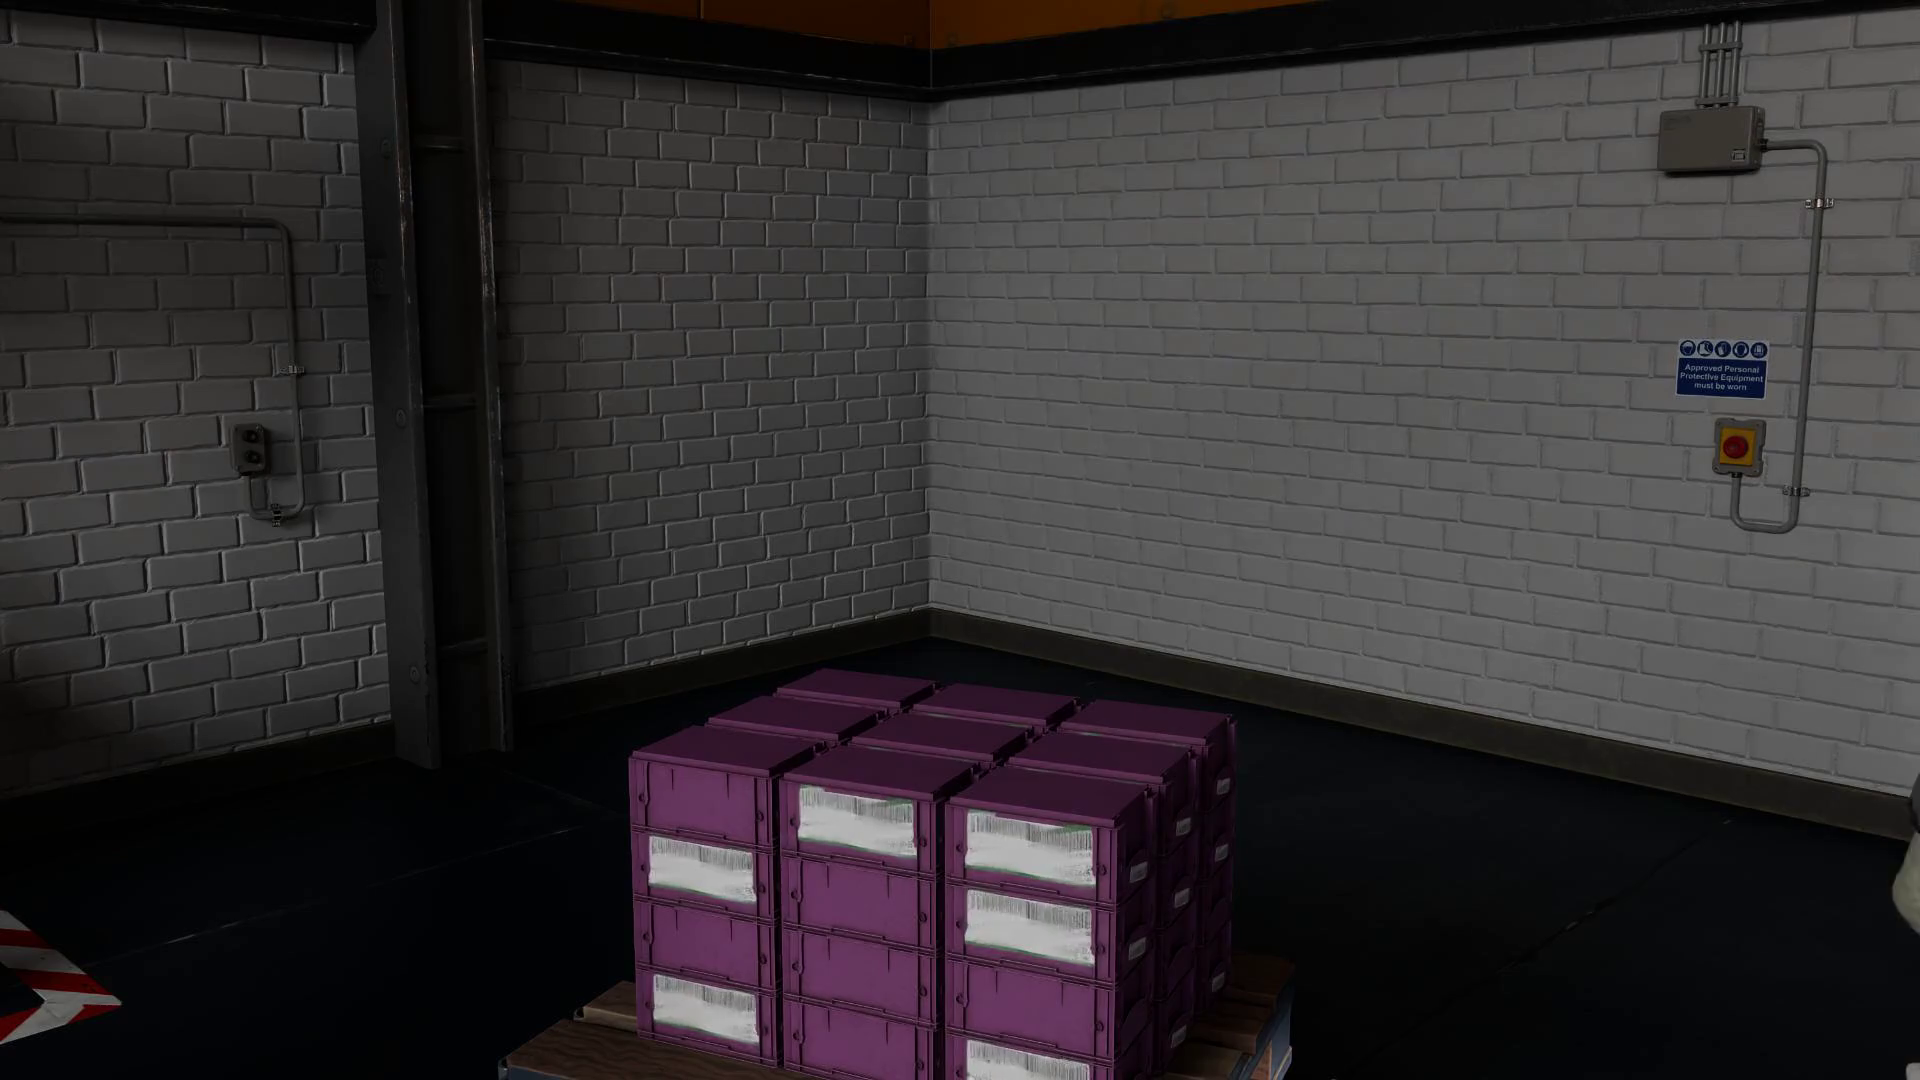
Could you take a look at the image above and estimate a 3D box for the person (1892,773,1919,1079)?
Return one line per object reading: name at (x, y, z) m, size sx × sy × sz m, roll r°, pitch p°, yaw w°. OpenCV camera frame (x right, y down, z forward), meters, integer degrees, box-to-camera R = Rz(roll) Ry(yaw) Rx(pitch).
person at (2.417, 0.492, 3.781) m, size 0.536 × 1.848 × 0.470 m, roll -3°, pitch 10°, yaw -17°
